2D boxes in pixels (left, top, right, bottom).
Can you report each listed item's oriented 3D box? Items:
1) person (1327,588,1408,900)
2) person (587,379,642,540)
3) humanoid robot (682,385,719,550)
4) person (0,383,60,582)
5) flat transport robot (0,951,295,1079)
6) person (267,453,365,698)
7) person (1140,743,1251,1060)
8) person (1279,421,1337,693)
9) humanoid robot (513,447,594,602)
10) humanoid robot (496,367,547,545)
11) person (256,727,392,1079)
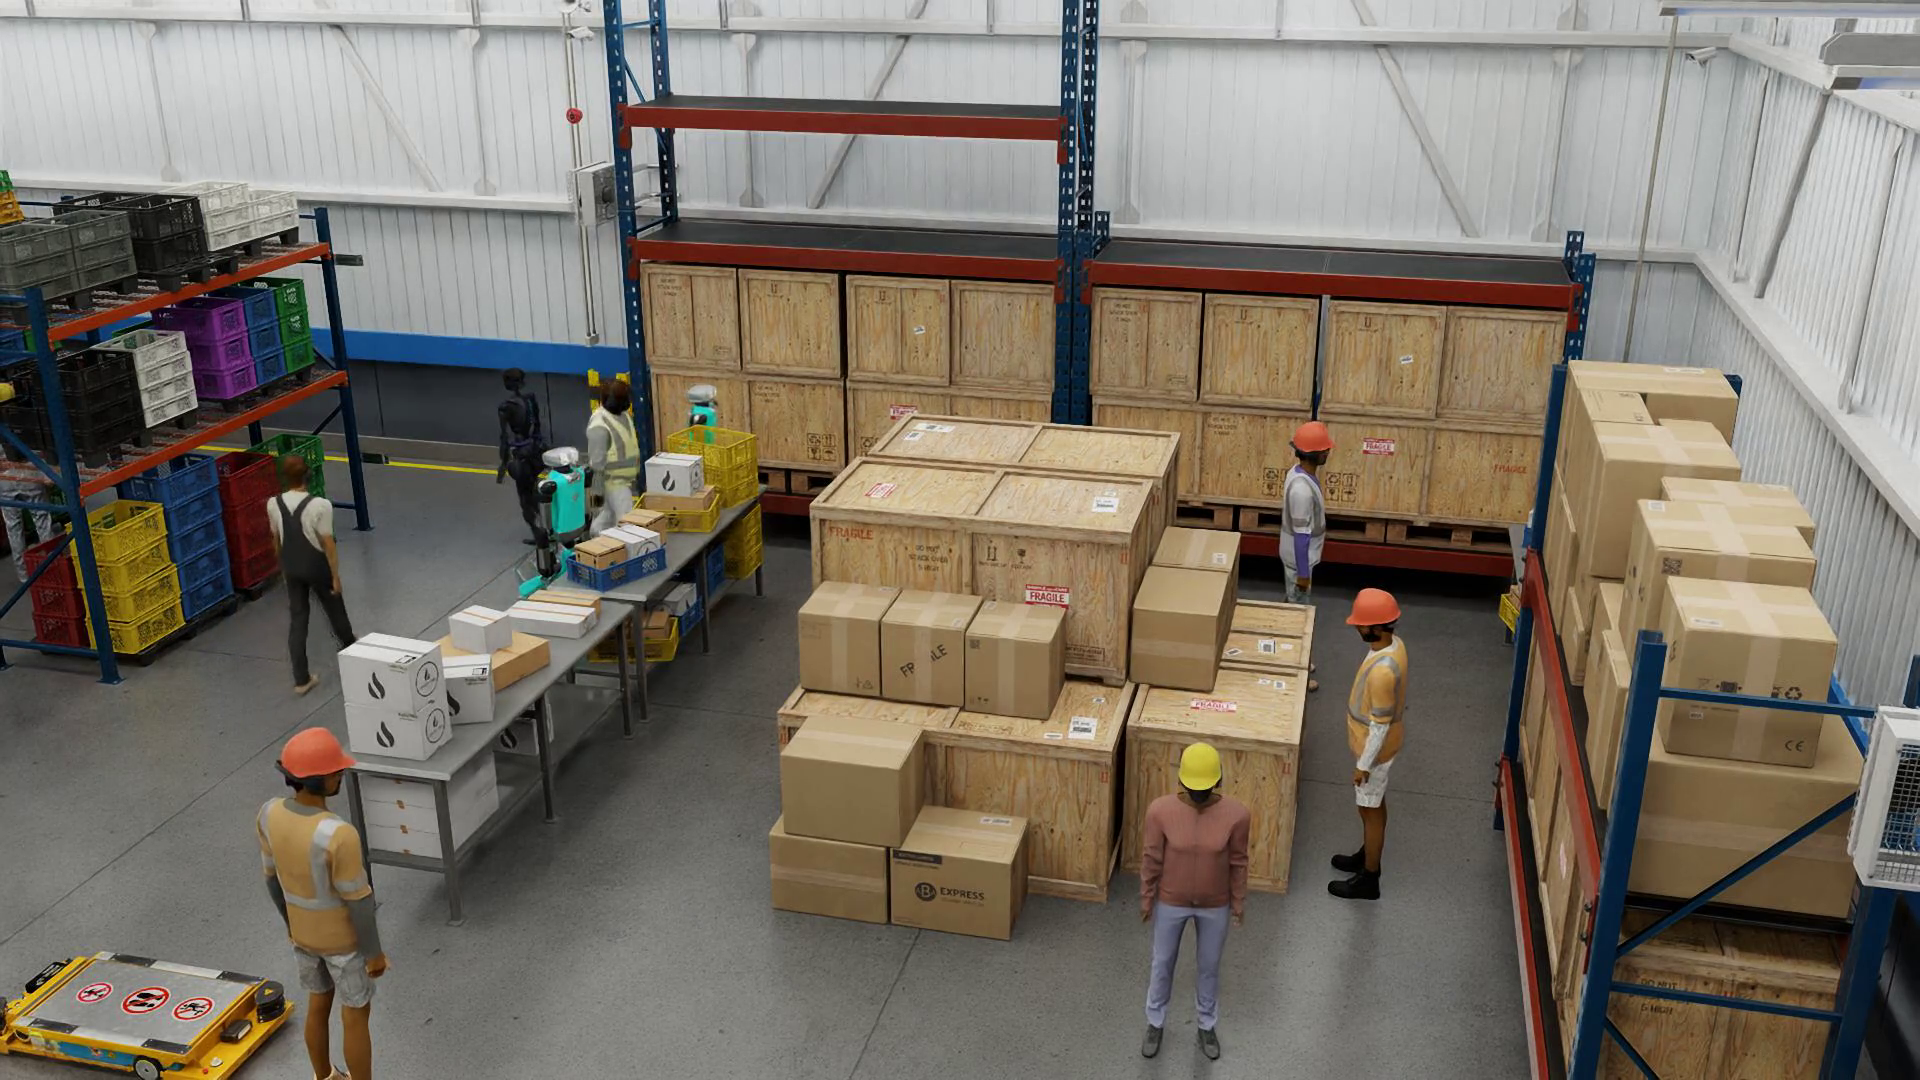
[{"bbox_3d":[2.367,1.178,9.643,0.372,1.928,0.542,7,22,18],"label":"person"},{"bbox_3d":[-3.009,-0.529,14.288,0.869,1.809,0.672,3,21,8],"label":"person"},{"bbox_3d":[-2.405,-0.487,14.293,1.011,1.744,0.536,2,21,5],"label":"humanoid robot"},{"bbox_3d":[-8.070,-0.496,14.275,0.487,1.743,0.317,-8,22,-19],"label":"person"},{"bbox_3d":[-4.270,2.464,8.601,1.431,0.231,0.659,5,22,13],"label":"flat transport robot"},{"bbox_3d":[-4.795,0.206,12.367,0.535,1.800,0.875,2,21,5],"label":"person"},{"bbox_3d":[1.157,1.796,8.249,0.532,1.766,0.325,1,21,3],"label":"person"},{"bbox_3d":[2.532,0.114,12.260,0.356,2.047,0.613,3,21,9],"label":"person"},{"bbox_3d":[-3.127,0.105,12.630,0.722,1.734,0.530,12,24,28],"label":"humanoid robot"},{"bbox_3d":[-3.939,-0.747,15.033,0.356,1.646,0.603,9,23,23],"label":"humanoid robot"},{"bbox_3d":[-2.938,1.816,7.815,0.613,2.039,0.380,11,24,27],"label":"person"}]
